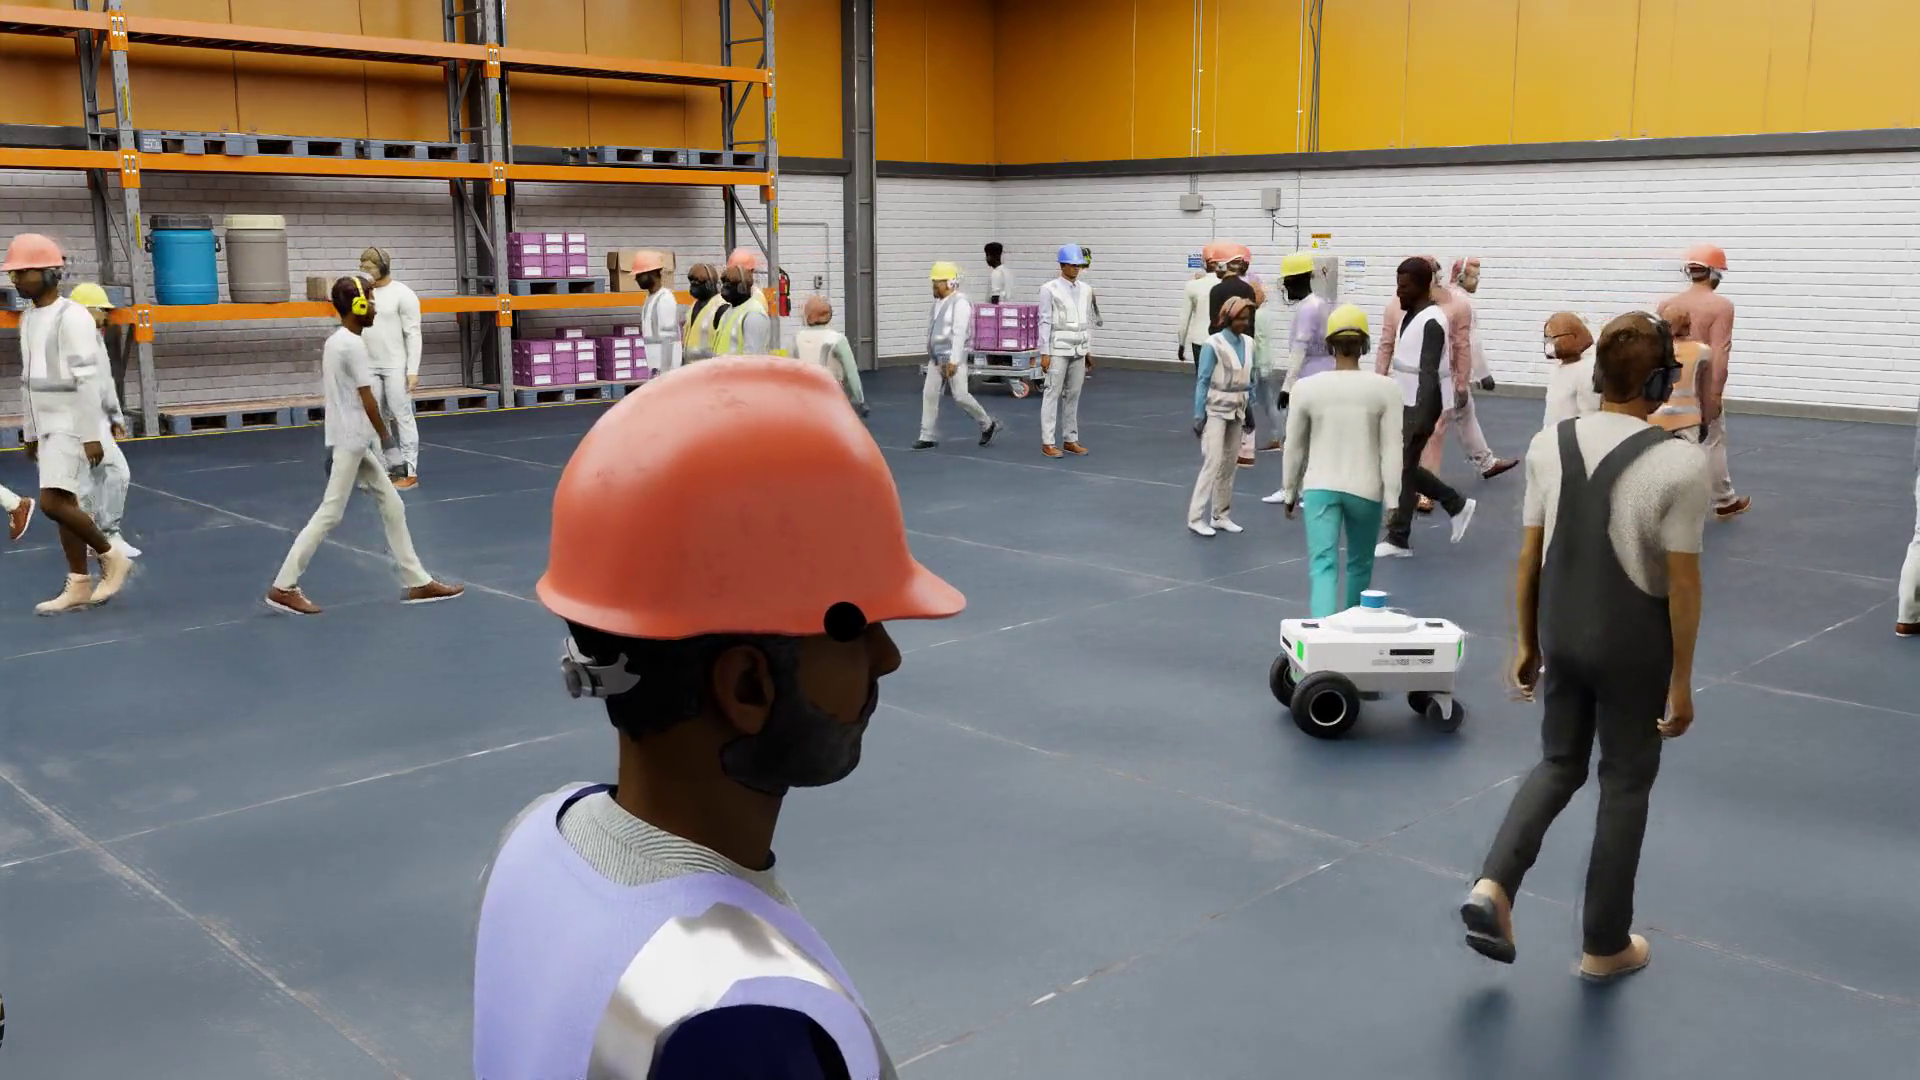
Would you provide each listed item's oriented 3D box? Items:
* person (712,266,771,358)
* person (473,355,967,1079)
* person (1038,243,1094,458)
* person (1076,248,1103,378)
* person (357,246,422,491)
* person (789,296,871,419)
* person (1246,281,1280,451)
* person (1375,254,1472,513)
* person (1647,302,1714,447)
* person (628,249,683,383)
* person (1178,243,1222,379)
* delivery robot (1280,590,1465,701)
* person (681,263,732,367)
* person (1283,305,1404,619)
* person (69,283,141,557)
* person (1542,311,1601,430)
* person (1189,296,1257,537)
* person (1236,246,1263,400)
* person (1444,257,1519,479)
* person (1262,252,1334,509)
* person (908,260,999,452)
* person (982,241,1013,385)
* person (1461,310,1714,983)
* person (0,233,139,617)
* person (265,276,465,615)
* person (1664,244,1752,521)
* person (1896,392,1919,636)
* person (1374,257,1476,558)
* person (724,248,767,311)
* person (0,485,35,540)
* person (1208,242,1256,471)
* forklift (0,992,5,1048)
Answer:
[{"bbox_3d":[-1.598,-1.168,12.603,0.943,1.810,0.633,-6,12,-29],"label":"person"},{"bbox_3d":[-0.170,0.825,1.327,0.358,1.936,0.552,-6,12,-32],"label":"person"},{"bbox_3d":[0.978,-1.722,15.188,0.615,1.945,0.405,-8,13,-37],"label":"person"},{"bbox_3d":[1.769,-3.149,23.270,0.764,1.842,0.541,-5,12,-26],"label":"person"},{"bbox_3d":[-4.556,-1.352,13.215,0.629,1.933,0.379,4,11,22],"label":"person"},{"bbox_3d":[-0.983,-0.966,12.055,0.530,1.578,0.903,9,13,39],"label":"person"},{"bbox_3d":[2.689,-1.612,15.519,0.795,1.587,0.539,0,10,-1],"label":"person"},{"bbox_3d":[3.373,-1.146,12.246,0.671,1.870,0.852,6,12,30],"label":"person"},{"bbox_3d":[4.622,-0.741,10.794,0.522,1.595,0.865,2,11,11],"label":"person"},{"bbox_3d":[-2.451,-1.455,13.845,0.580,1.908,0.552,-5,12,-26],"label":"person"},{"bbox_3d":[2.504,-1.978,16.601,0.628,1.944,1.047,0,10,-2],"label":"person"},{"bbox_3d":[1.700,0.453,6.874,0.707,0.478,0.477,0,10,-1],"label":"delivery robot"},{"bbox_3d":[-2.095,-1.297,13.291,0.949,1.788,0.662,-7,12,-32],"label":"person"},{"bbox_3d":[1.755,-0.221,7.666,0.541,1.702,0.988,3,11,14],"label":"person"},{"bbox_3d":[-5.352,-0.739,10.412,0.554,1.722,0.511,-2,11,-13],"label":"person"},{"bbox_3d":[3.371,-0.426,9.026,0.489,1.613,0.529,0,10,-3],"label":"person"},{"bbox_3d":[1.792,-0.829,11.207,0.545,1.623,0.378,-10,14,-43],"label":"person"},{"bbox_3d":[3.469,-2.693,20.654,0.560,1.897,0.986,-5,11,-24],"label":"person"},{"bbox_3d":[4.075,-1.377,13.604,1.061,1.837,0.649,1,10,4],"label":"person"},{"bbox_3d":[2.521,-1.169,12.308,0.710,1.888,0.617,2,11,10],"label":"person"},{"bbox_3d":[-0.054,-1.731,15.654,0.855,1.797,0.581,-7,13,-35],"label":"person"},{"bbox_3d":[0.577,-3.033,22.360,0.574,1.941,0.646,3,11,16],"label":"person"},{"bbox_3d":[1.667,0.317,4.392,0.561,1.834,0.508,-8,13,-37],"label":"person"},{"bbox_3d":[-4.773,-0.594,8.810,0.642,2.030,0.438,8,13,37],"label":"person"},{"bbox_3d":[-3.282,-0.506,8.956,1.026,1.814,0.529,-4,11,-22],"label":"person"},{"bbox_3d":[5.209,-1.080,11.669,0.980,1.946,0.647,-6,12,-28],"label":"person"},{"bbox_3d":[4.926,-0.285,8.253,0.308,1.624,0.495,-2,11,-10],"label":"person"},{"bbox_3d":[2.904,-0.824,10.434,0.701,1.891,0.608,0,10,-2],"label":"person"},{"bbox_3d":[-1.821,-1.619,14.709,0.663,1.919,0.575,-5,12,-27],"label":"person"},{"bbox_3d":[-6.506,-0.848,10.707,0.771,1.851,0.518,-8,13,-37],"label":"person"},{"bbox_3d":[2.348,-1.594,14.465,0.511,1.968,0.626,9,14,40],"label":"person"},{"bbox_3d":[-3.245,0.323,3.363,2.313,2.155,1.214,2,11,13],"label":"forklift"}]
